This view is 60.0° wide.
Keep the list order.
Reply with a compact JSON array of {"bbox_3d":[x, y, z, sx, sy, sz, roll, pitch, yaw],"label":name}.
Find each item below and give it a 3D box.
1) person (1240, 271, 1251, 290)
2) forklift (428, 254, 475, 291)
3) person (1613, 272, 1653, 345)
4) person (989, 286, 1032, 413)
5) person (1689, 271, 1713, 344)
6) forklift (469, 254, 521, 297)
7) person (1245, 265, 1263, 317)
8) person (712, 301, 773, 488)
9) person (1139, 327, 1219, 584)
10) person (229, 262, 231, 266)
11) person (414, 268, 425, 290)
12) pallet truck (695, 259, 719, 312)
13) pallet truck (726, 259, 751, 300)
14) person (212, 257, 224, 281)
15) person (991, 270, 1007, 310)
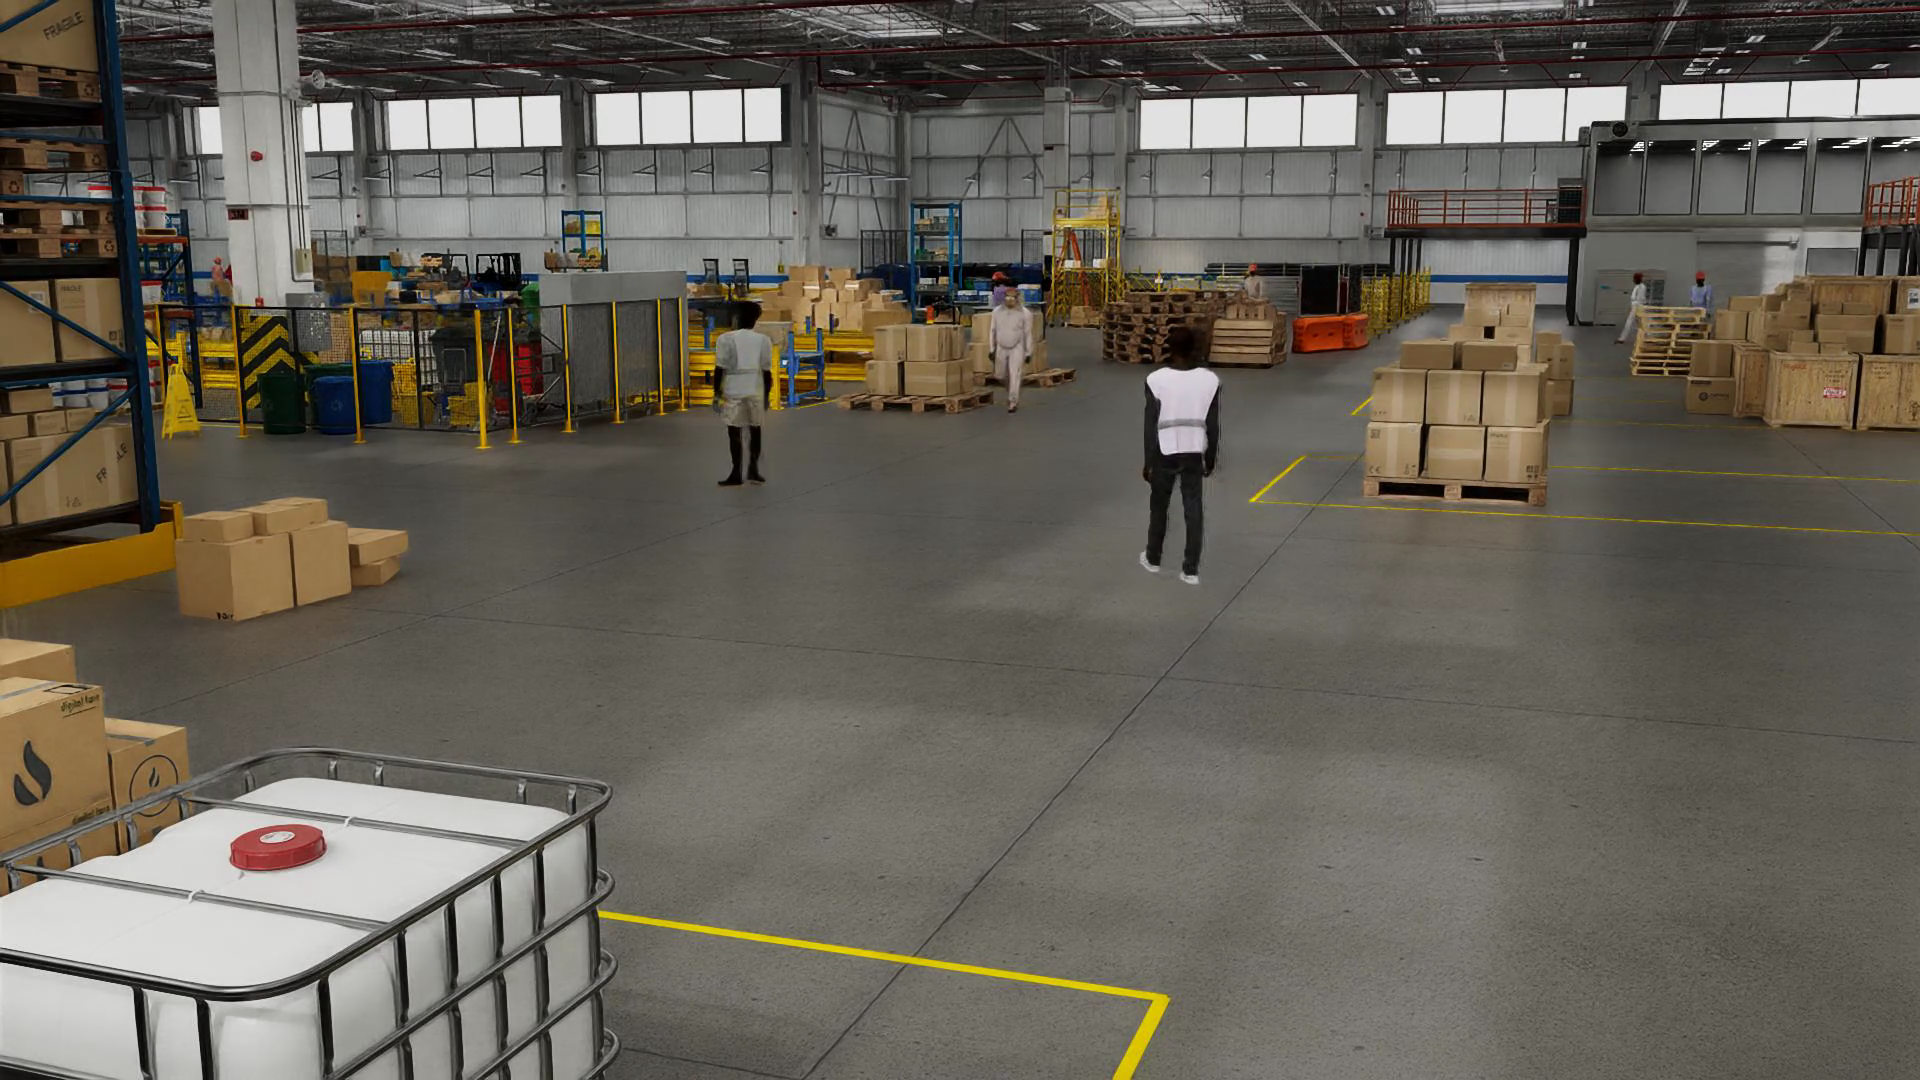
[{"bbox_3d":[9.006,-7.537,51.834,0.510,1.690,0.900,3,10,15],"label":"person"},{"bbox_3d":[-20.133,-10.254,65.465,1.157,1.987,2.680,3,11,19],"label":"forklift"},{"bbox_3d":[16.838,-5.733,41.325,0.970,1.835,0.591,1,10,4],"label":"person"},{"bbox_3d":[0.783,-2.872,25.043,0.660,1.885,0.592,4,11,21],"label":"person"},{"bbox_3d":[17.691,-5.477,39.704,0.544,1.901,0.941,8,13,39],"label":"person"},{"bbox_3d":[-17.990,-10.121,64.684,1.157,1.987,2.680,3,11,17],"label":"forklift"},{"bbox_3d":[8.429,-6.903,47.640,0.646,1.935,1.044,7,12,33],"label":"person"},{"bbox_3d":[-2.237,-1.503,17.243,0.678,1.929,0.430,-5,11,-27],"label":"person"},{"bbox_3d":[1.632,-0.650,12.527,0.615,1.887,0.919,-2,10,-10],"label":"person"},{"bbox_3d":[-24.701,-8.617,57.029,0.674,2.017,0.635,-3,11,-19],"label":"person"},{"bbox_3d":[-18.998,-8.698,58.329,0.919,1.719,0.546,-2,10,-11],"label":"person"},{"bbox_3d":[-9.165,-9.627,62.776,0.823,1.965,1.885,4,11,23],"label":"pallet truck"},{"bbox_3d":[-7.986,-9.493,62.019,0.823,1.965,1.885,3,11,17],"label":"pallet truck"},{"bbox_3d":[-30.360,-10.578,68.134,0.608,1.996,0.380,6,12,30],"label":"person"},{"bbox_3d":[0.994,-5.322,38.782,0.778,1.915,0.548,-3,11,-19],"label":"person"}]
